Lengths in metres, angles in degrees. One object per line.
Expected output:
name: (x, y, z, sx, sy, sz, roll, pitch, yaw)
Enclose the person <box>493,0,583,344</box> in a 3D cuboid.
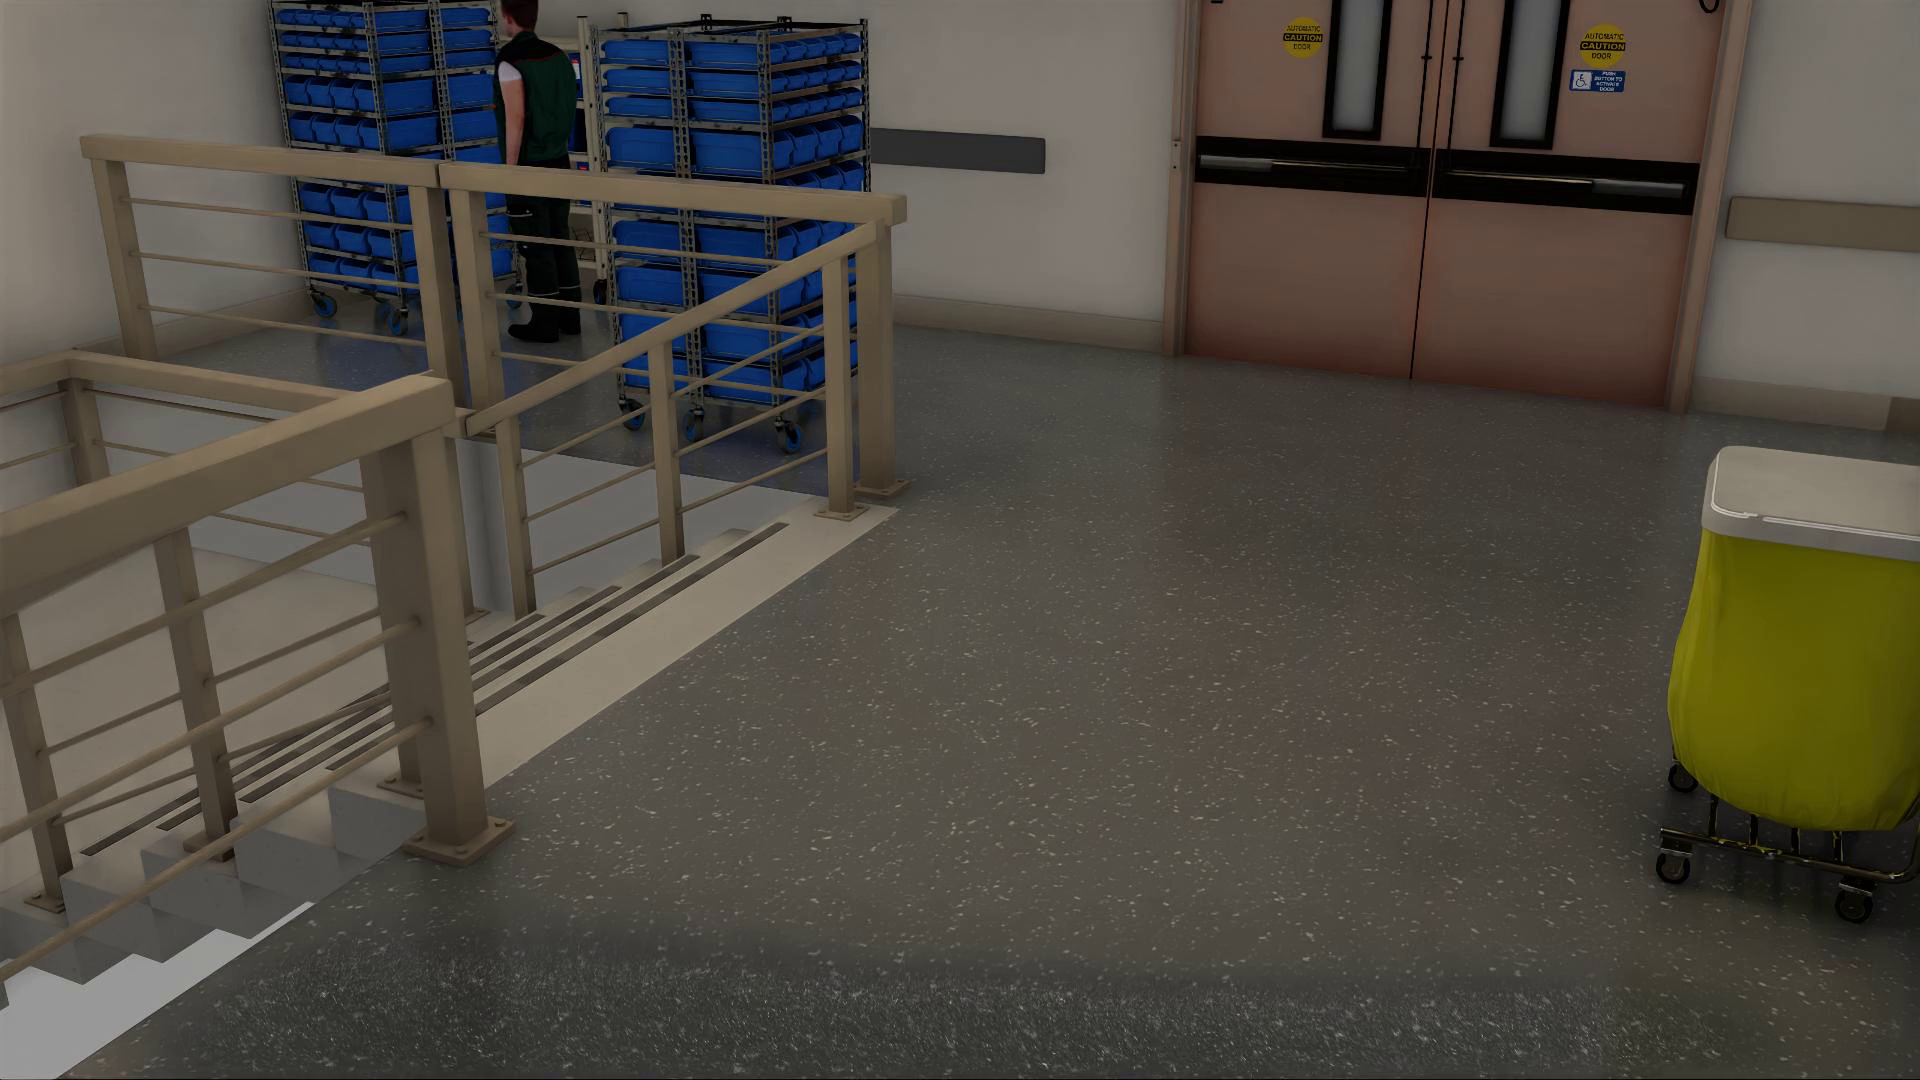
person: (-2.236, -1.976, 8.778, 0.563, 1.838, 0.626, 9, 23, 23)
